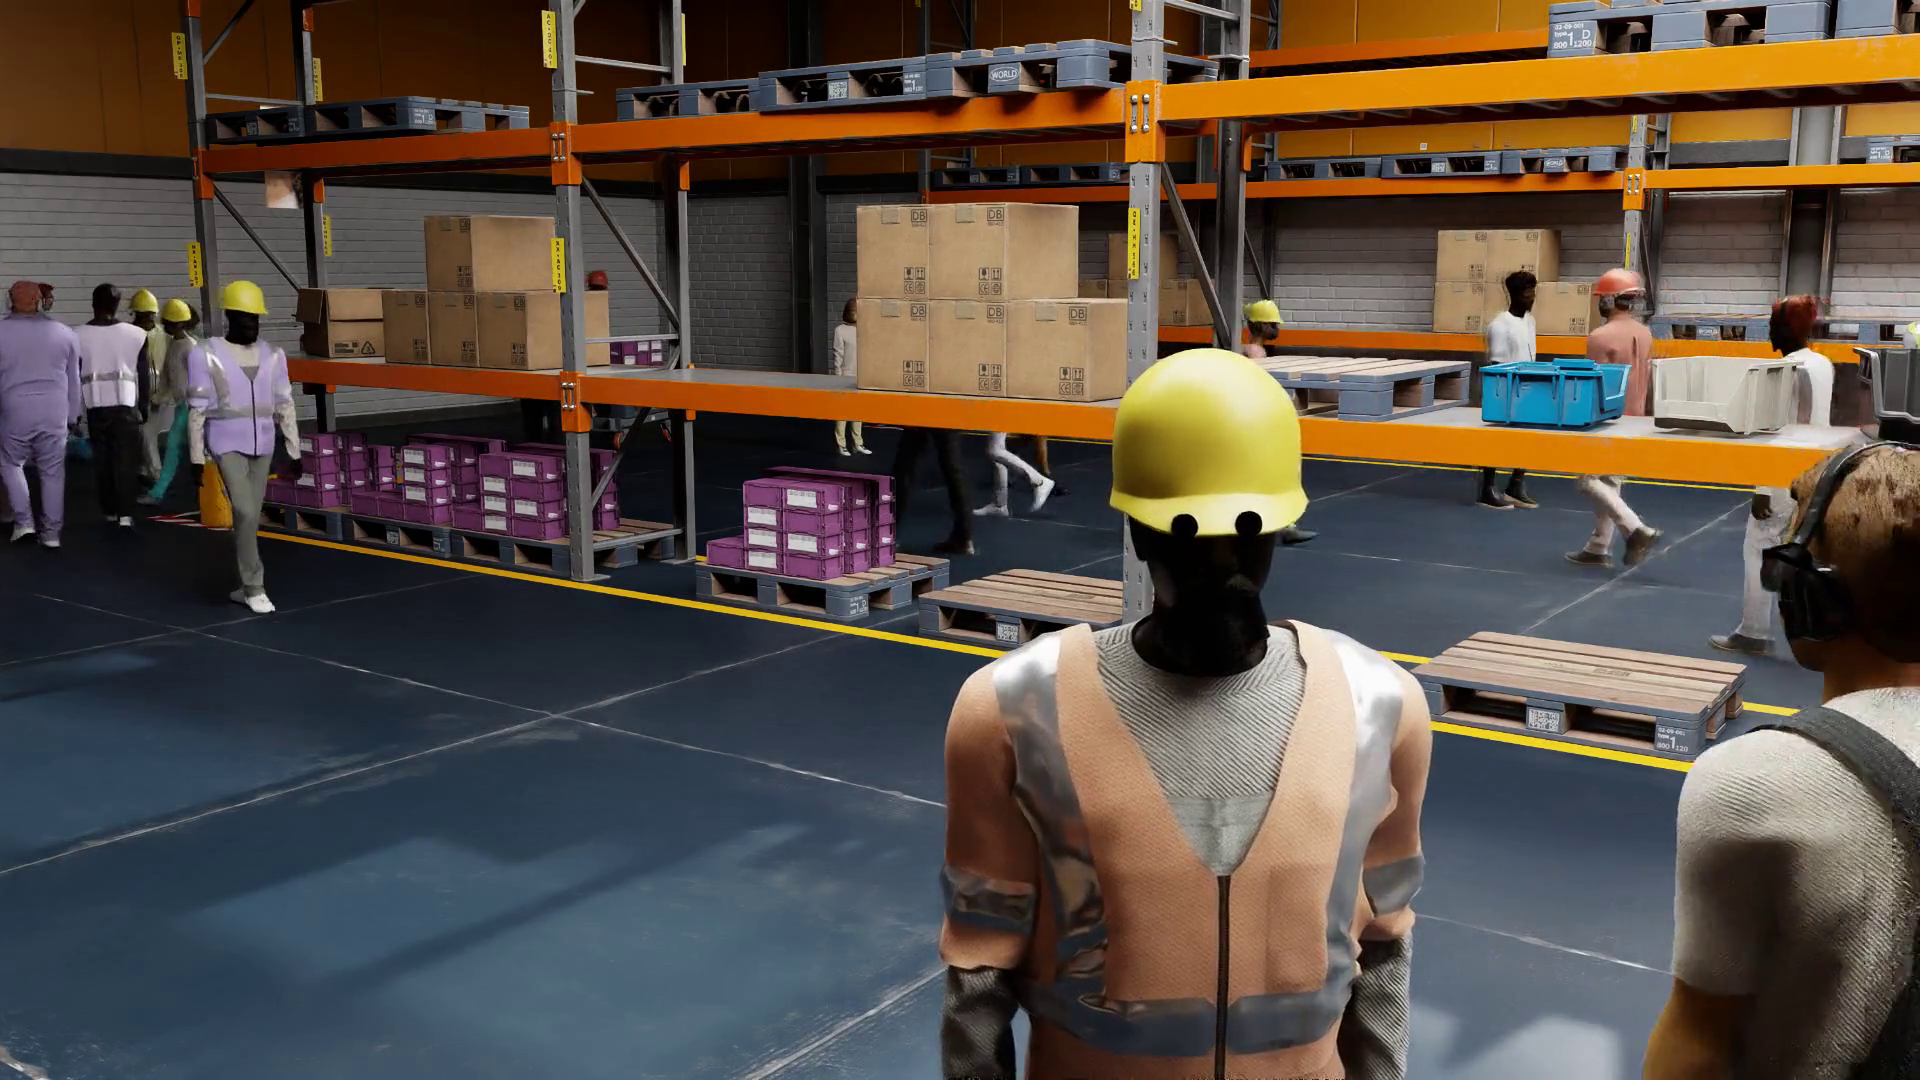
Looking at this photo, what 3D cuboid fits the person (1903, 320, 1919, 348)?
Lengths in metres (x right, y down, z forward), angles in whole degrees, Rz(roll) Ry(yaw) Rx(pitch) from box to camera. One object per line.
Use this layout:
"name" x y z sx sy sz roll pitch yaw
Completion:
"person" 7.820 -1.121 13.309 0.627 1.844 0.429 2 10 10

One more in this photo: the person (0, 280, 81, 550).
"person" -6.514 -0.867 11.653 0.654 1.885 0.525 -9 13 -42

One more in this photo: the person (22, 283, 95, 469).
"person" -8.953 -1.613 16.349 0.595 1.793 0.955 6 11 33

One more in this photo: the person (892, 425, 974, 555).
"person" -0.293 -0.881 11.520 0.932 1.954 0.634 6 11 31

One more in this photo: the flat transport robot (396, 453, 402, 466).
"flat transport robot" -5.154 -0.638 15.100 0.652 0.197 1.431 -3 10 -18

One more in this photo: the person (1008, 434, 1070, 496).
"person" 0.606 -1.356 14.527 0.905 1.906 0.552 9 13 43

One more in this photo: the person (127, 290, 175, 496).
"person" -7.123 -1.293 14.549 0.962 1.775 0.597 8 12 40

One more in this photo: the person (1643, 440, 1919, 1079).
"person" 1.035 0.807 1.865 0.524 1.827 0.594 -3 10 -17

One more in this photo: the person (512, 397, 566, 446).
"person" -3.820 -1.553 15.290 0.683 2.000 0.967 -2 10 -11

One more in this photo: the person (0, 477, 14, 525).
"person" -7.280 -0.968 12.373 0.639 1.851 0.991 -7 12 -34

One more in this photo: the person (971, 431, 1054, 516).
"person" 0.401 -1.082 13.048 0.580 1.851 0.537 1 10 7

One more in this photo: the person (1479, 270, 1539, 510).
"person" 4.500 -1.197 13.450 0.631 1.941 0.587 -8 13 -40

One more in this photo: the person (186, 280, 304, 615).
"person" -4.059 -0.524 9.550 0.741 1.900 0.607 7 12 34

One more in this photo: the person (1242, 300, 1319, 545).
"person" 2.218 -0.824 11.819 0.800 1.733 0.548 2 10 11

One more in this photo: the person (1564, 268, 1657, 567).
"person" 4.279 -0.766 10.791 0.626 1.973 0.640 -6 11 -31

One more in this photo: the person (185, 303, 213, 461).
"person" -7.686 -1.582 16.751 0.399 1.610 0.527 -5 11 -29

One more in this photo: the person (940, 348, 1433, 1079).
"person" 0.273 0.736 1.990 0.591 1.926 0.386 -1 10 -7

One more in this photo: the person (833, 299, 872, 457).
"person" -1.105 -1.691 17.317 0.501 1.632 0.280 -9 13 -42

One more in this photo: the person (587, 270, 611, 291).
"person" -4.574 -2.391 20.656 0.553 1.912 0.653 9 13 43

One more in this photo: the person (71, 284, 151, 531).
"person" -6.449 -1.007 12.635 0.581 1.855 1.078 -5 11 -26

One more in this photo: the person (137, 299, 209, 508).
"person" -6.395 -1.125 13.717 0.911 1.708 0.605 -6 12 -34

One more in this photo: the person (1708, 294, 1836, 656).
"person" 4.250 -0.300 8.373 0.598 1.867 0.697 -8 13 -41

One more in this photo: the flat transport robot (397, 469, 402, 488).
"flat transport robot" -4.566 -0.490 14.219 1.431 0.197 0.652 -3 10 -18
